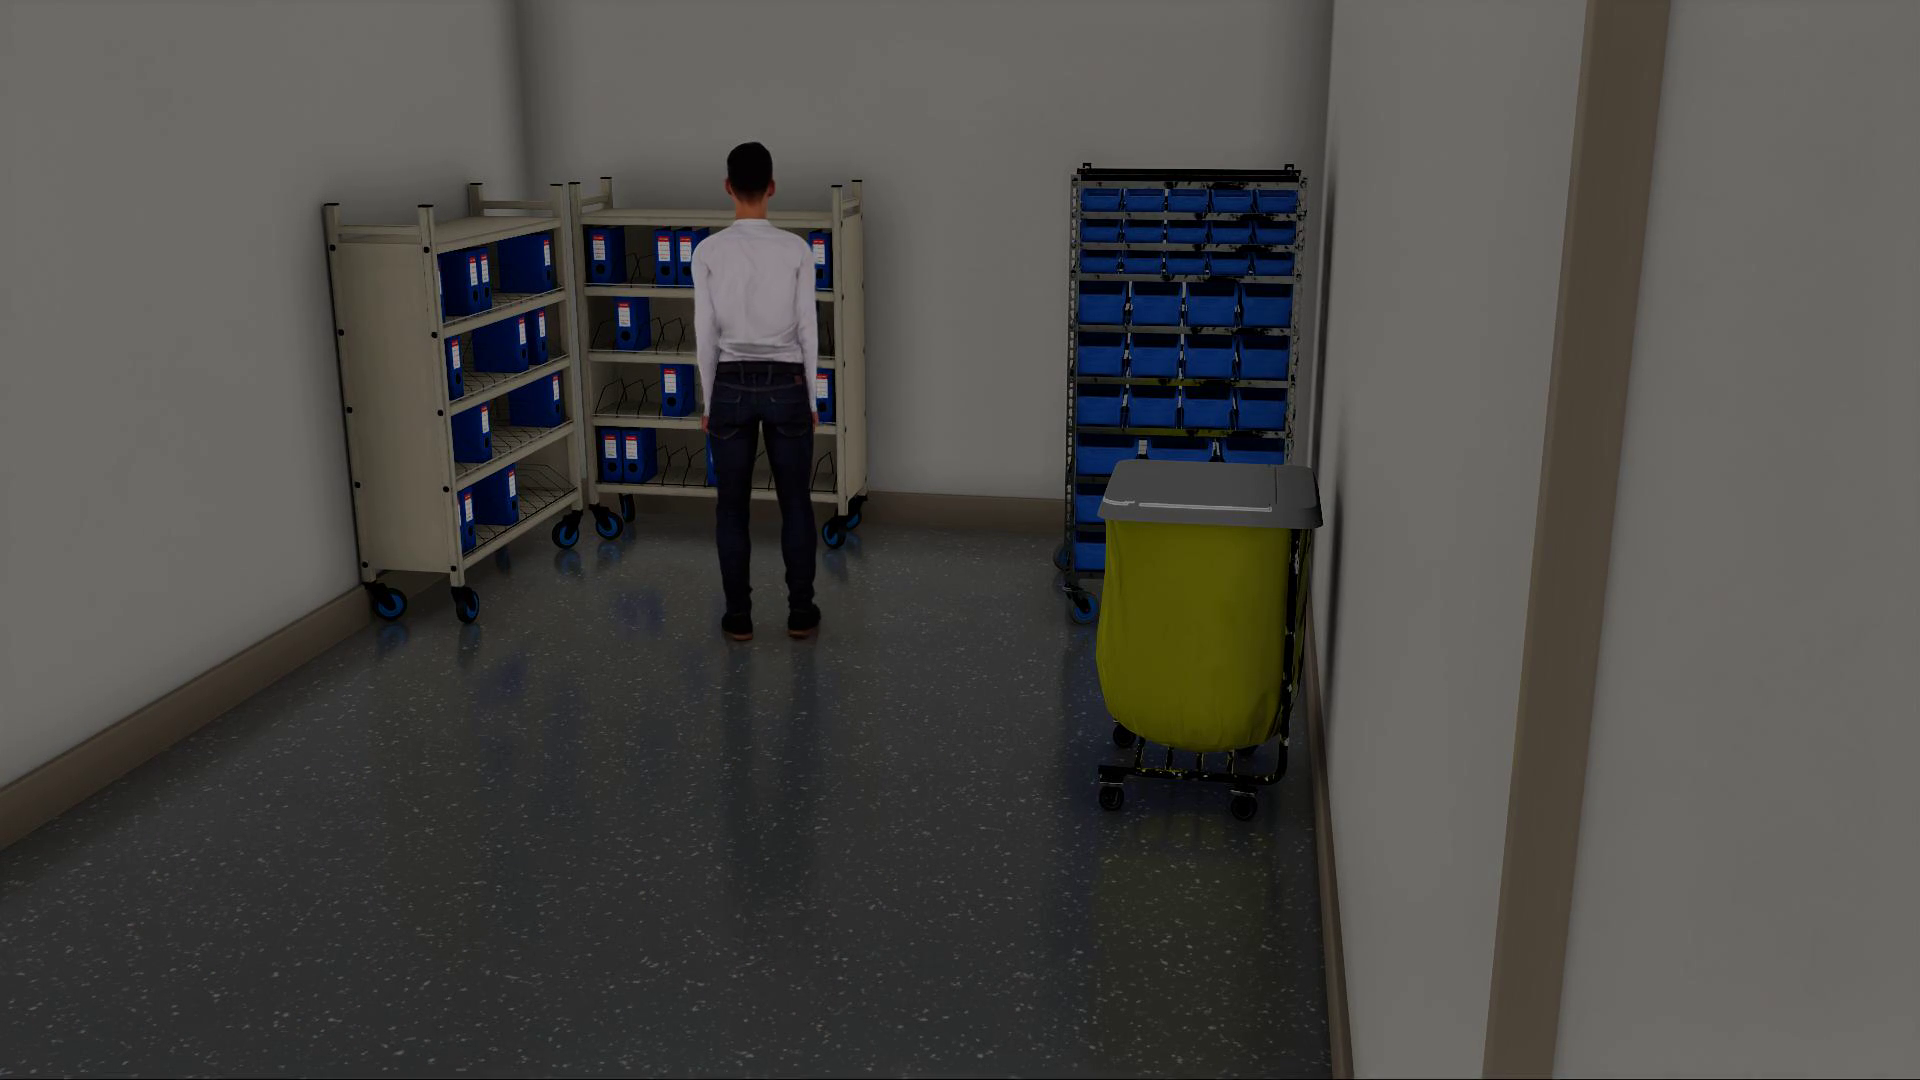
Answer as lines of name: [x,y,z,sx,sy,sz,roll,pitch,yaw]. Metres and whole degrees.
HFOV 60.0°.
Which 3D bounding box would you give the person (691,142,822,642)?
person: [-0.754,-0.541,6.241,0.616,1.868,0.742,-2,16,-7]
